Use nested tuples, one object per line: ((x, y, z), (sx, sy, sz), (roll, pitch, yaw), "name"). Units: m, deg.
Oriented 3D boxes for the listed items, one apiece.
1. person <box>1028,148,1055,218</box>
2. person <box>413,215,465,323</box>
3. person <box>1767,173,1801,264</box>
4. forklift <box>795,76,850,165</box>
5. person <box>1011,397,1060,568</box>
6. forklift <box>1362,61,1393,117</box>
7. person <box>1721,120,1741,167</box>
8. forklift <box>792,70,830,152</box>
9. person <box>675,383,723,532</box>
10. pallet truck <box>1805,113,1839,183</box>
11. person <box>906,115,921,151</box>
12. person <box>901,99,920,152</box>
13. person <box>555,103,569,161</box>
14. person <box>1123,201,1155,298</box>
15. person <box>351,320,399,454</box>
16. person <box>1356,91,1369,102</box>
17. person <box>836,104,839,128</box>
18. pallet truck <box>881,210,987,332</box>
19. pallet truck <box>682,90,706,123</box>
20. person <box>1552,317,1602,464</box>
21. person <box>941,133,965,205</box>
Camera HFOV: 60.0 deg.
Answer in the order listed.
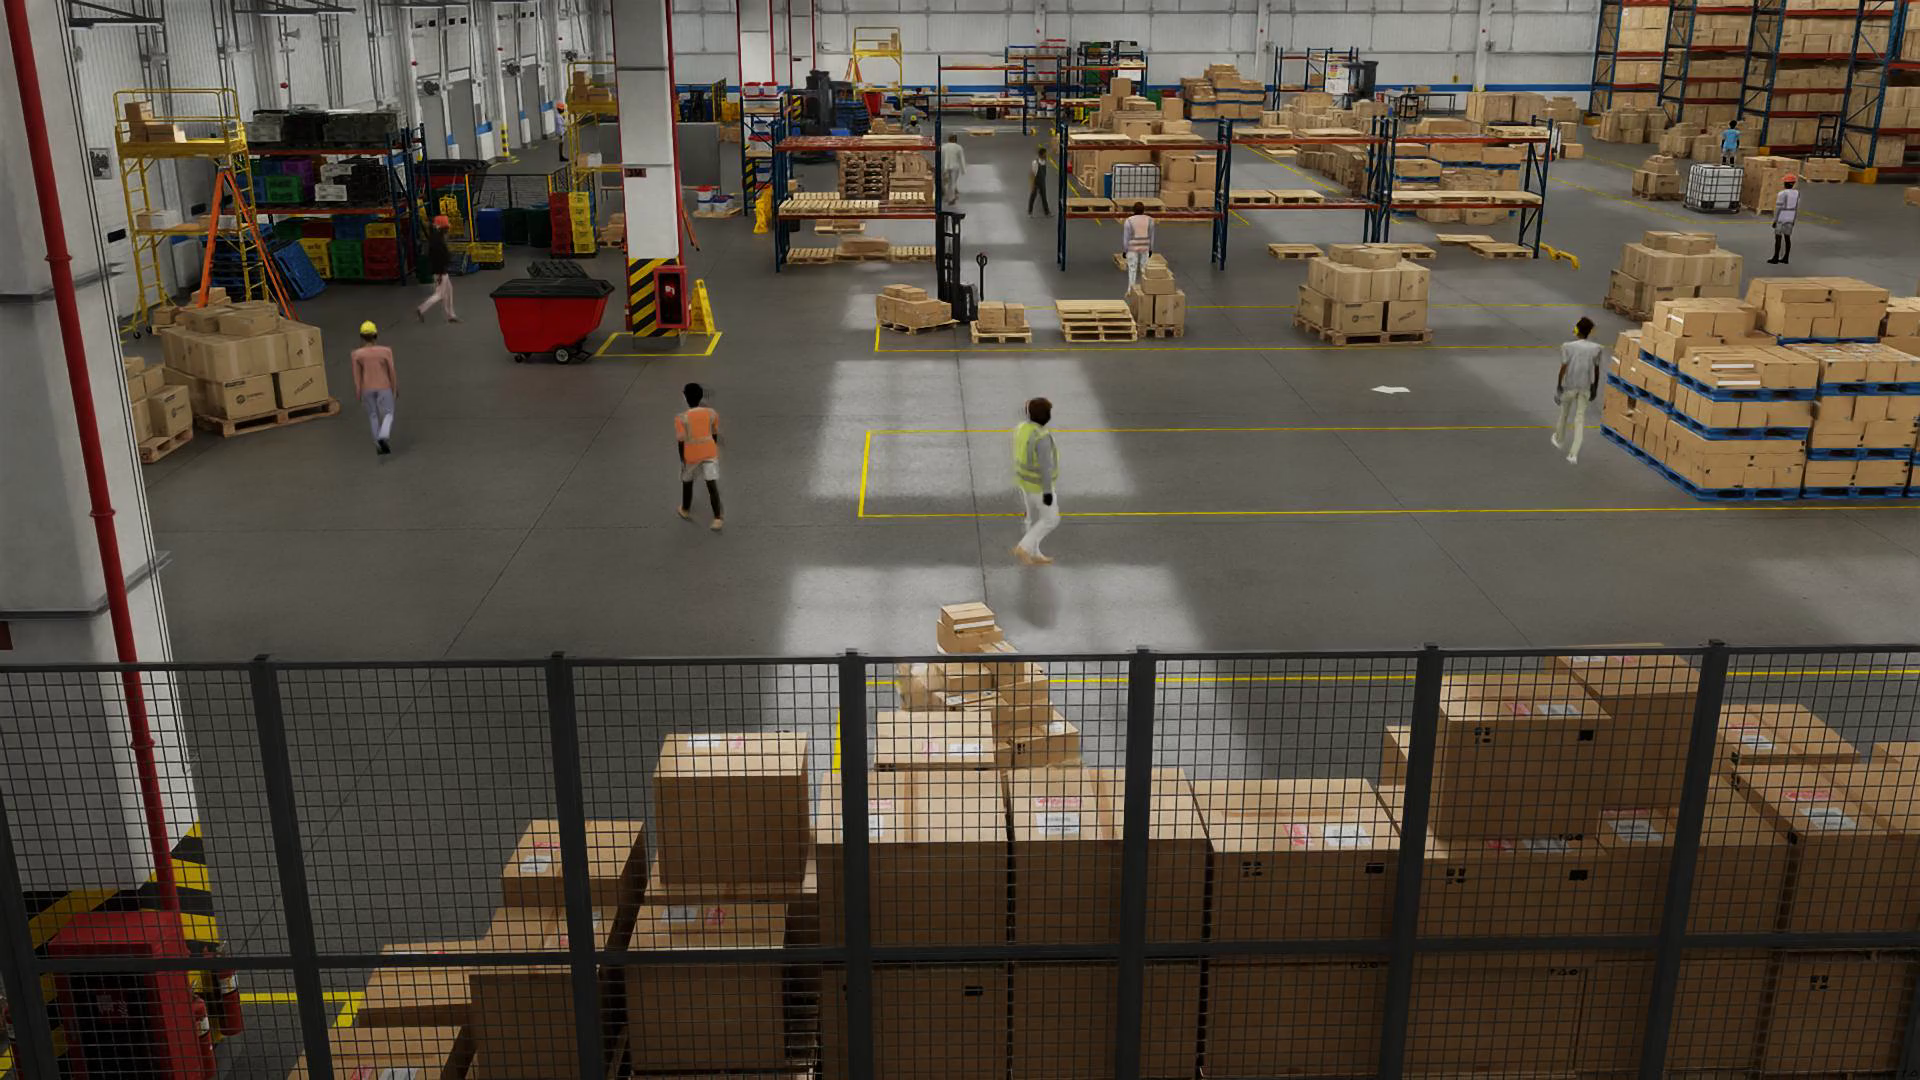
((2.058, -9.155, 42.736), (0.545, 1.793, 0.802), (-17, 25, -42), "person")
((-9.296, -4.768, 29.440), (0.772, 1.961, 0.658), (-6, 19, -17), "person")
((17.796, -6.929, 35.906), (0.539, 1.929, 0.394), (-5, 19, -15), "person")
((-4.706, -14.034, 55.504), (1.873, 2.768, 1.129), (-16, 24, -39), "forklift")
((0.787, -0.576, 17.197), (0.458, 1.829, 0.644), (-7, 20, -20), "person")
((16.187, -17.548, 65.929), (1.873, 2.768, 1.129), (-1, 19, -2), "forklift")
((24.155, -12.301, 52.182), (0.541, 1.700, 0.316), (7, 20, 20), "person")
((-4.981, -15.241, 59.083), (1.873, 2.768, 1.129), (-10, 21, -28), "forklift")
((-2.917, -0.937, 18.553), (0.534, 1.645, 0.913), (-10, 21, -27), "person")
((26.403, -11.957, 50.702), (0.823, 1.965, 1.885), (6, 19, 16), "pallet truck")
((-1.492, -12.757, 53.467), (0.489, 1.743, 0.322), (-5, 19, -15), "person")
((-1.724, -14.533, 58.530), (0.655, 1.880, 1.048), (5, 19, 14), "person")
((-13.470, -13.776, 56.215), (0.384, 1.932, 0.549), (-4, 19, -13), "person")
((3.423, -5.591, 32.058), (0.621, 1.845, 0.429), (-5, 19, -13), "person")
((-7.508, -1.938, 21.356), (0.536, 1.752, 0.472), (-2, 19, -7), "person")
((15.248, -16.101, 63.228), (0.594, 1.853, 1.055), (-6, 19, -17), "person")
((-4.586, -15.092, 60.601), (0.326, 1.612, 0.625), (-8, 20, -21), "person")
((-0.493, -4.759, 29.349), (1.885, 1.965, 0.823), (-13, 23, -34), "pallet truck")
((-9.671, -15.907, 62.421), (0.823, 1.965, 1.885), (5, 19, 15), "pallet truck")
((7.880, -1.944, 21.267), (0.558, 1.817, 0.961), (3, 19, 9), "person")
((-0.142, -10.173, 45.567), (0.658, 1.894, 0.964), (9, 20, 24), "person")
